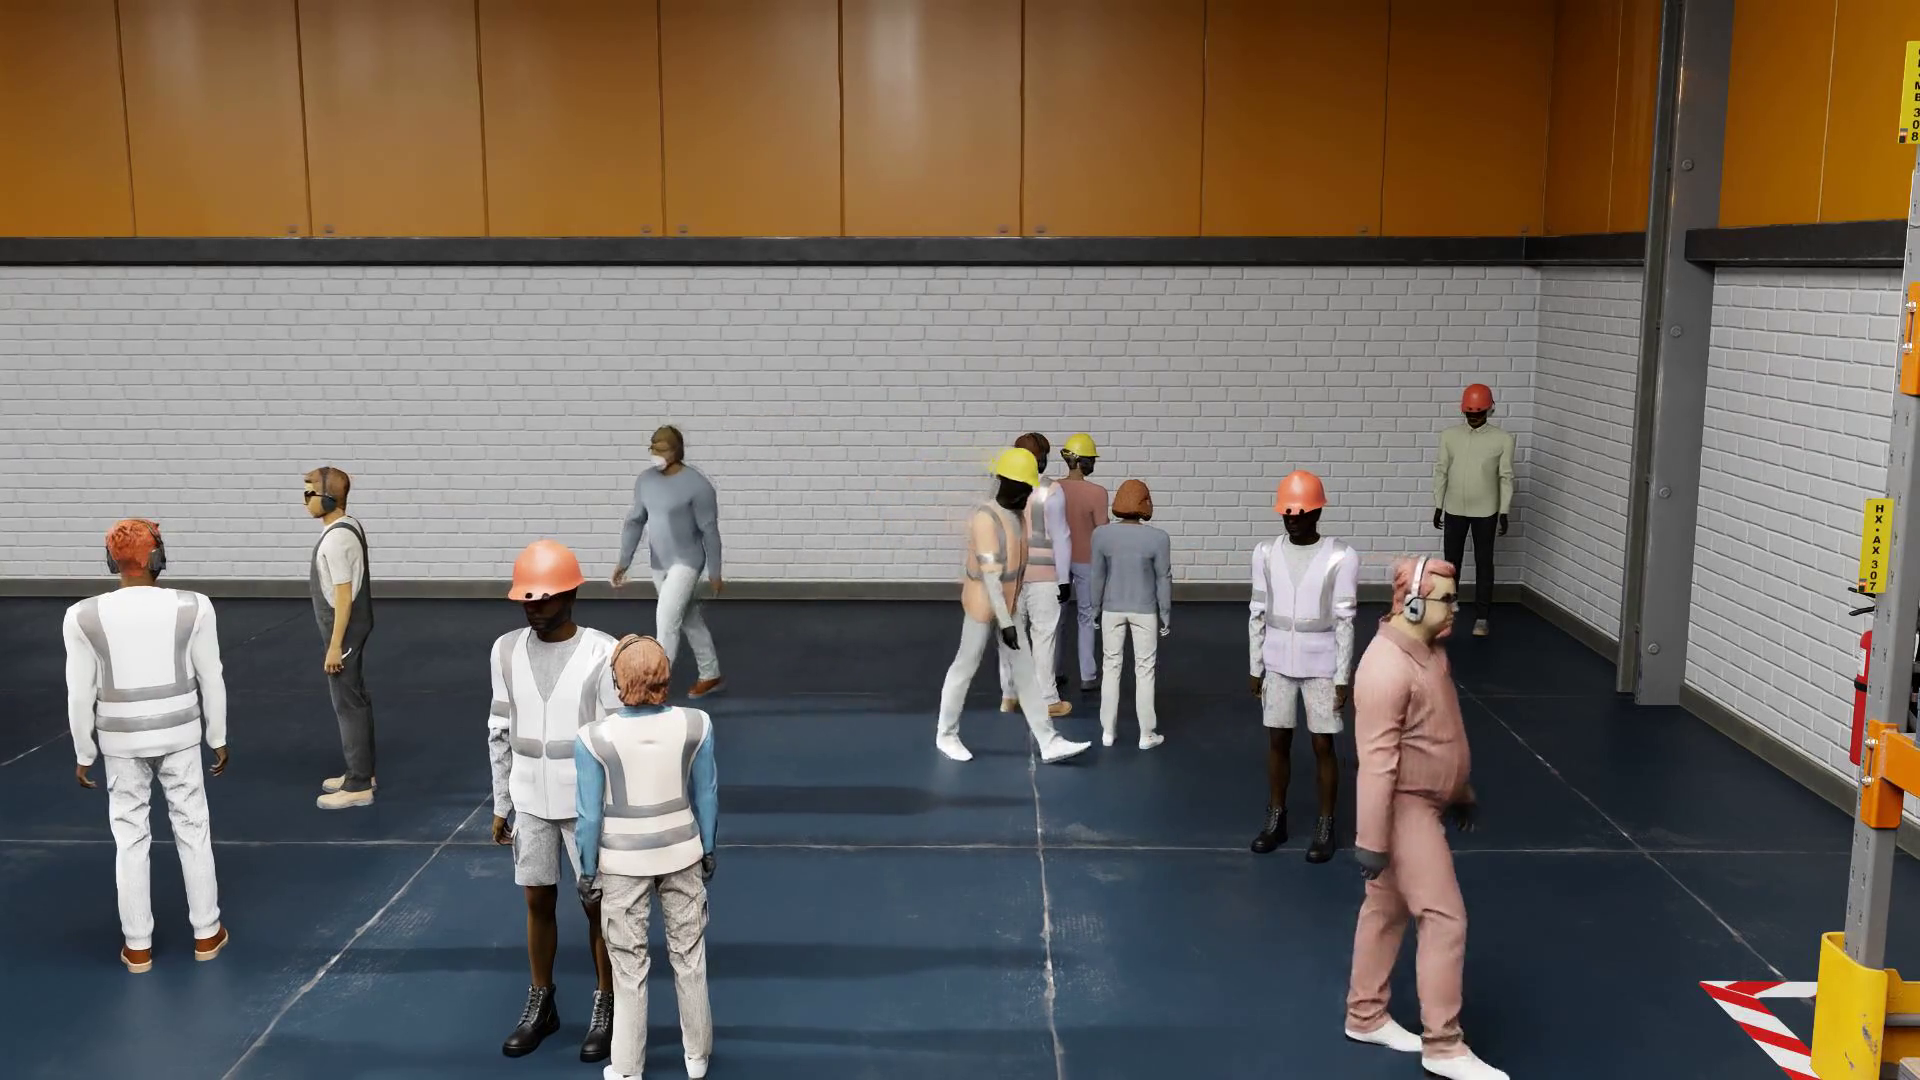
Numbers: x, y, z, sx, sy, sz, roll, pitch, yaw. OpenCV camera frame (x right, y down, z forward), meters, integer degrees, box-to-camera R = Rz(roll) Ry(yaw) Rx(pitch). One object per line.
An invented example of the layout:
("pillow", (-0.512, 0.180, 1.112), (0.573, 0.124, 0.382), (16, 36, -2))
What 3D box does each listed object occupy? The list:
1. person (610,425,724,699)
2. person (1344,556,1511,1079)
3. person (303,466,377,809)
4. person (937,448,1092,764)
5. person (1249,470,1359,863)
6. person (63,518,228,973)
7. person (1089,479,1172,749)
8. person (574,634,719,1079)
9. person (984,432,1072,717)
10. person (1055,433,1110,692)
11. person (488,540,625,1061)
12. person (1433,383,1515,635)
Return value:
("person", (-1.883, 0.189, 10.837), (0.623, 1.877, 1.070), (7, 12, 37))
("person", (1.745, 0.995, 5.985), (0.719, 1.885, 0.655), (4, 10, 21))
("person", (-3.336, 0.518, 8.956), (0.333, 1.843, 0.514), (-2, 10, -13))
("person", (0.262, 0.398, 9.605), (0.996, 1.856, 0.622), (5, 11, 28))
("person", (1.655, 0.615, 8.131), (0.539, 1.930, 0.382), (5, 11, 29))
("person", (-3.345, 0.845, 6.885), (0.583, 1.881, 0.337), (-5, 11, -26))
("person", (1.028, 0.445, 10.024), (0.508, 1.632, 0.265), (3, 10, 20))
("person", (-1.091, 1.140, 5.838), (0.514, 1.642, 0.310), (-5, 11, -25))
("person", (0.464, 0.225, 10.722), (0.627, 1.844, 0.429), (7, 12, 37))
("person", (0.800, 0.153, 11.387), (0.533, 1.764, 0.322), (6, 11, 32))
("person", (-1.461, 0.954, 6.070), (0.551, 1.934, 0.372), (2, 10, 9))
("person", (4.018, -0.242, 13.085), (0.608, 1.986, 0.396), (6, 11, 31))
